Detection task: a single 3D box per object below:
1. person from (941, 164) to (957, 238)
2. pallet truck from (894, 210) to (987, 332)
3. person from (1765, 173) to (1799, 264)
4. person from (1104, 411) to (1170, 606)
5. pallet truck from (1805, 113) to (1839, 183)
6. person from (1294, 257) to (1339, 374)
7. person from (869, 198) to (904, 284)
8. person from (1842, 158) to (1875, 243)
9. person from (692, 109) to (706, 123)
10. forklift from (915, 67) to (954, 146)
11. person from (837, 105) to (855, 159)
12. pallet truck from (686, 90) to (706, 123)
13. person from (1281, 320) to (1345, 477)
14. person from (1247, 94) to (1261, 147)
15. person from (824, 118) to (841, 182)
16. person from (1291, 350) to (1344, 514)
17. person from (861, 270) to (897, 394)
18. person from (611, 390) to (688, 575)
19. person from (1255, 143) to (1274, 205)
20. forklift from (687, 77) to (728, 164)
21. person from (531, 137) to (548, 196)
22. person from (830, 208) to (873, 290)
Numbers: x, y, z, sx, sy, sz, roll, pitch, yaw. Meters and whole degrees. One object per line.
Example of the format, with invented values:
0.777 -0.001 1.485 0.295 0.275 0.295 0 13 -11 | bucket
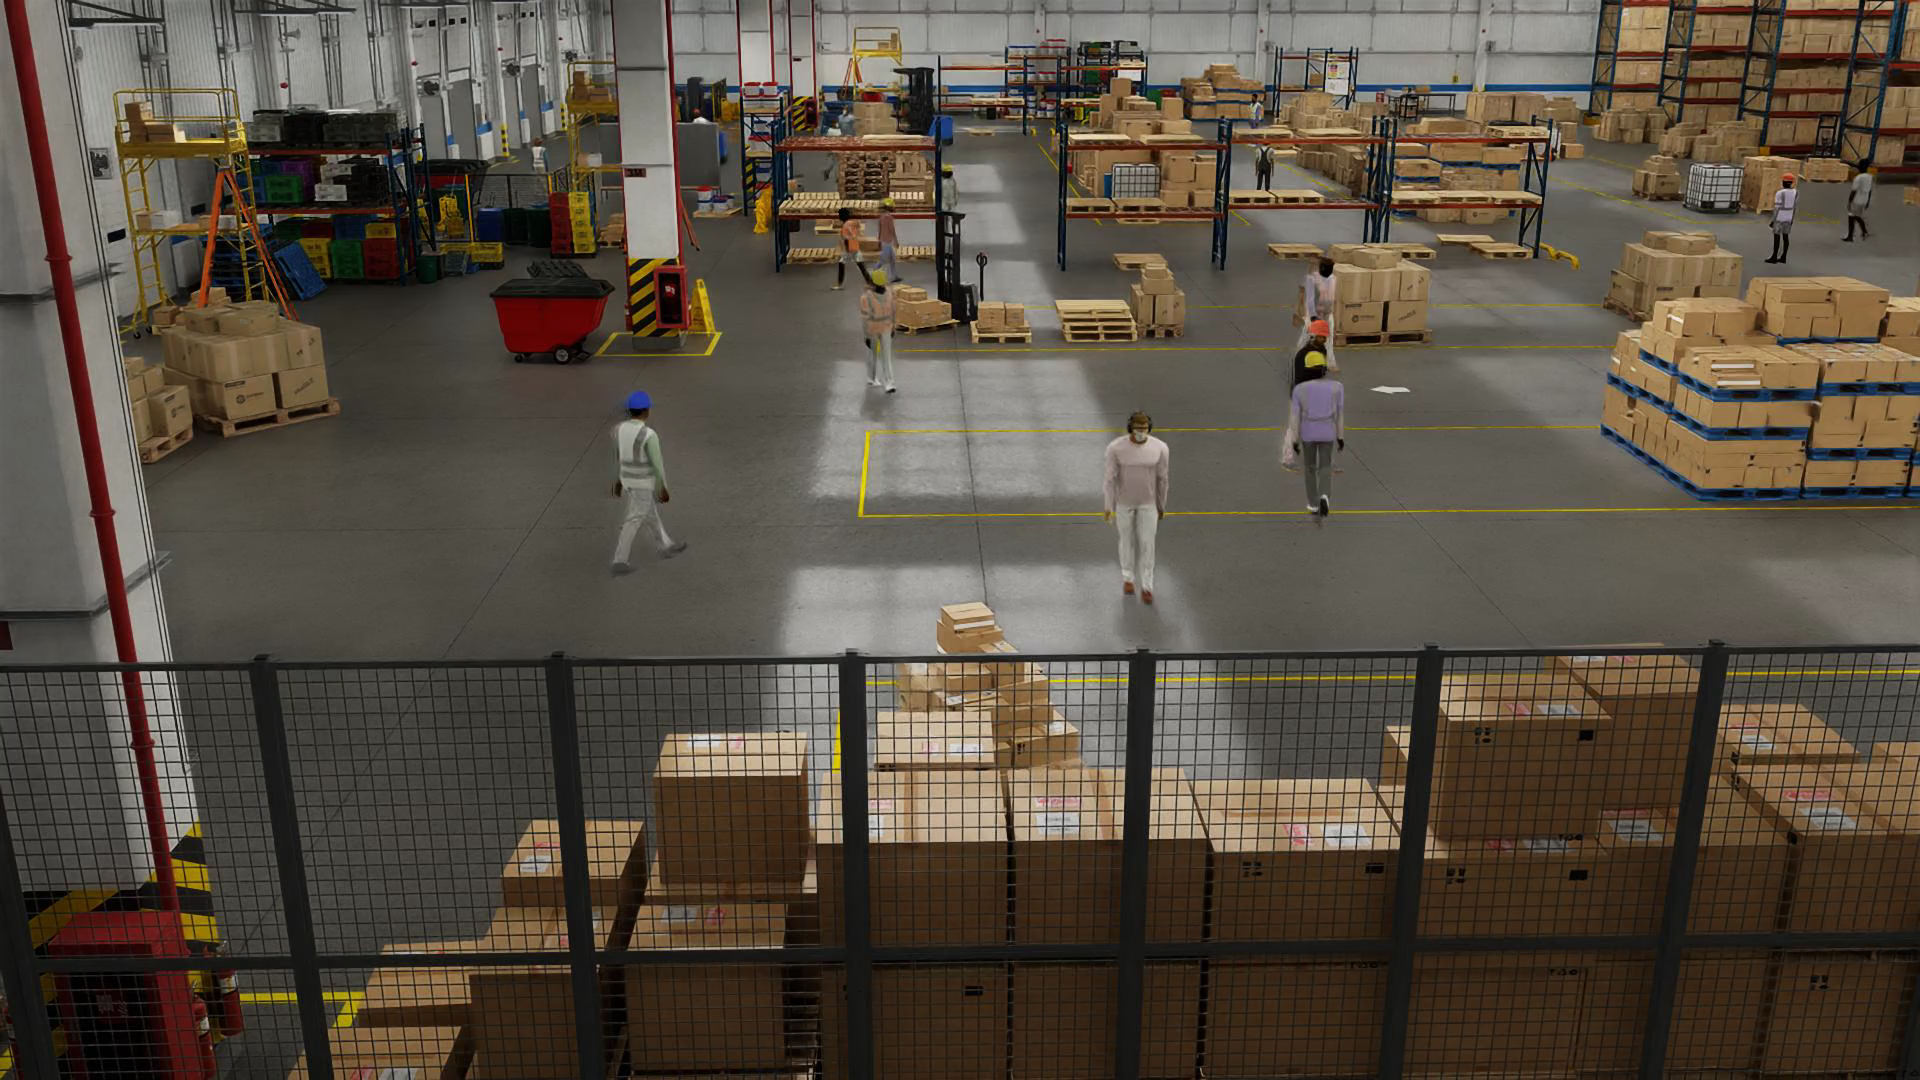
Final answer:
-0.308 -8.111 39.703 0.489 1.728 0.488 -8 20 -23 | person
-0.493 -4.759 29.349 1.885 1.965 0.823 -13 23 -34 | pallet truck
17.768 -6.947 35.934 0.542 1.938 0.358 -5 19 -13 | person
1.716 -0.306 16.280 0.634 1.913 0.807 2 19 5 | person
26.403 -11.957 50.702 0.823 1.965 1.885 6 19 16 | pallet truck
5.638 -3.565 26.148 0.614 1.797 0.986 -7 20 -20 | person
-1.526 -6.025 33.516 0.819 1.728 0.505 -6 20 -19 | person
20.943 -7.886 38.706 0.606 1.951 0.466 -8 20 -24 | person
-8.514 -13.207 54.629 0.504 1.851 0.683 10 21 27 | person
-1.273 -15.879 60.977 1.873 2.768 1.129 -10 21 -26 | forklift
-3.771 -13.493 55.381 0.638 1.924 0.742 8 20 22 | person
-9.671 -15.907 62.421 0.823 1.965 1.885 5 19 15 | pallet truck
4.364 -1.714 20.379 0.653 1.948 0.956 -16 24 -39 | person
10.844 -15.434 61.159 0.399 1.915 0.592 -6 19 -16 | person
-3.832 -11.805 50.381 0.738 1.919 0.633 11 21 29 | person
4.064 -1.201 18.937 0.625 1.902 0.535 1 19 3 | person
-1.186 -3.111 24.692 0.593 1.839 1.022 -8 20 -22 | person
-3.280 -0.612 17.202 0.640 1.896 1.022 17 25 41 | person
8.310 -10.080 45.369 0.513 1.845 0.336 7 20 20 | person
-8.726 -13.868 55.012 1.873 2.768 1.129 -1 19 -1 | forklift
-11.934 -10.586 47.189 0.516 1.640 0.315 8 20 22 | person
-2.124 -5.736 32.812 0.810 1.637 0.561 6 20 17 | person
